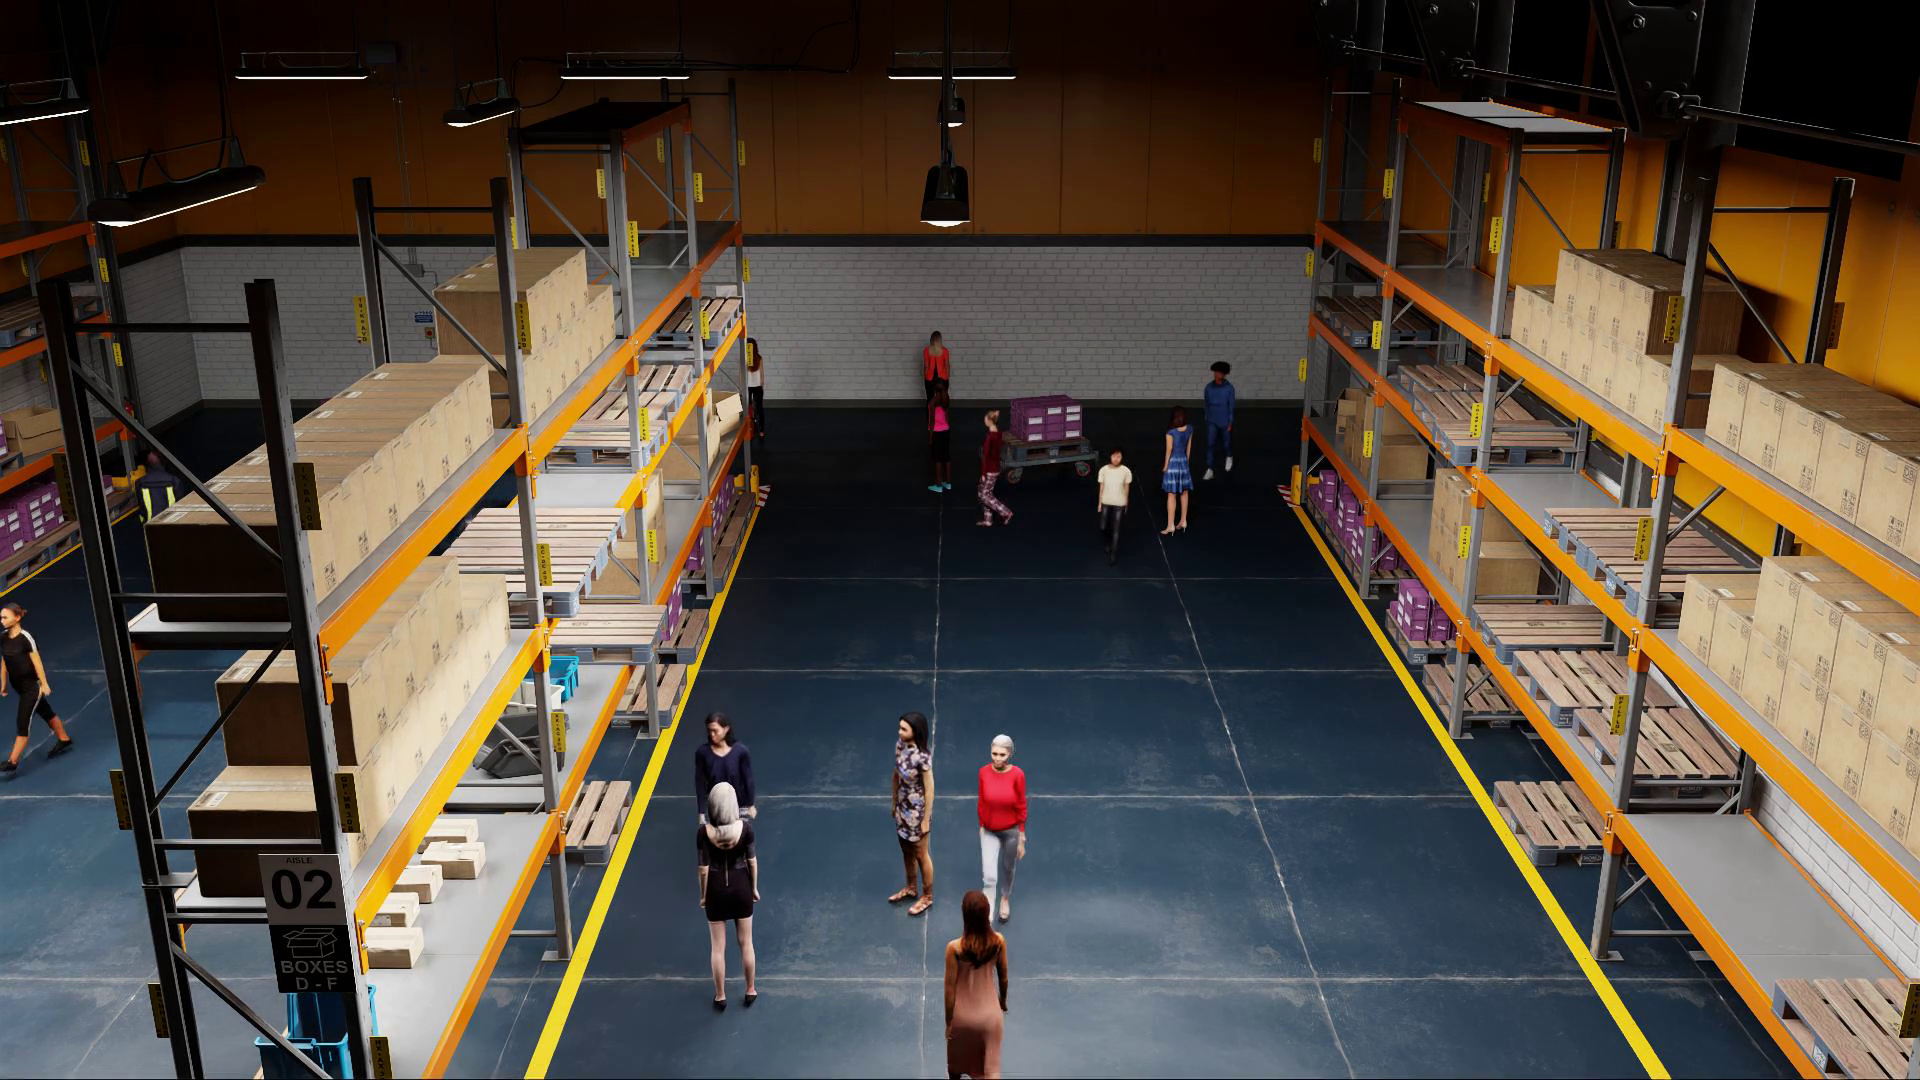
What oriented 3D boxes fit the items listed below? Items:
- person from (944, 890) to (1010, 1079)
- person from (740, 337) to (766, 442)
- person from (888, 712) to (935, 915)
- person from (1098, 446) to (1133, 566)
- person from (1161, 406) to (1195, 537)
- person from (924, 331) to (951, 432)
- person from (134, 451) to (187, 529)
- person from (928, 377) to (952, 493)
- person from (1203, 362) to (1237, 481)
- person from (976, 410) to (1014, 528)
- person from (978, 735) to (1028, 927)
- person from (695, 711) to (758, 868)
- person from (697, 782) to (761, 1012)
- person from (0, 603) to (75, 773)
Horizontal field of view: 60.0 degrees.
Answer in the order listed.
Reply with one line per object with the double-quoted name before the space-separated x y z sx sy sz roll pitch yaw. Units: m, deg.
"person" 0.129 3.135 10.618 0.811 1.779 1.183 -5 19 -13
"person" -3.416 -2.495 27.427 0.646 1.722 0.641 -8 20 -23
"person" -0.373 2.195 13.482 0.728 1.732 0.641 -14 23 -36
"person" 2.003 -0.476 21.659 0.668 1.576 0.734 4 19 12
"person" 2.960 -0.955 22.717 0.752 1.808 0.784 -14 23 -36
"person" -0.395 -2.688 28.042 0.611 1.694 0.551 2 19 6
"person" -9.814 -0.201 20.491 0.888 1.800 1.103 -4 19 -11
"person" -0.300 -1.578 24.702 0.712 1.723 0.654 18 25 42
"person" 4.000 -1.839 25.372 0.978 1.789 1.182 9 21 26
"person" 0.483 -0.953 22.912 0.871 1.681 0.866 8 20 24
"person" 0.356 2.307 13.268 0.692 1.658 1.070 3 19 9
"person" -1.896 2.143 13.669 0.645 1.714 0.718 1 19 2
"person" -1.691 2.593 12.150 0.628 1.830 0.561 -4 19 -12
"person" -8.936 1.377 16.074 0.943 1.628 1.170 10 21 27
